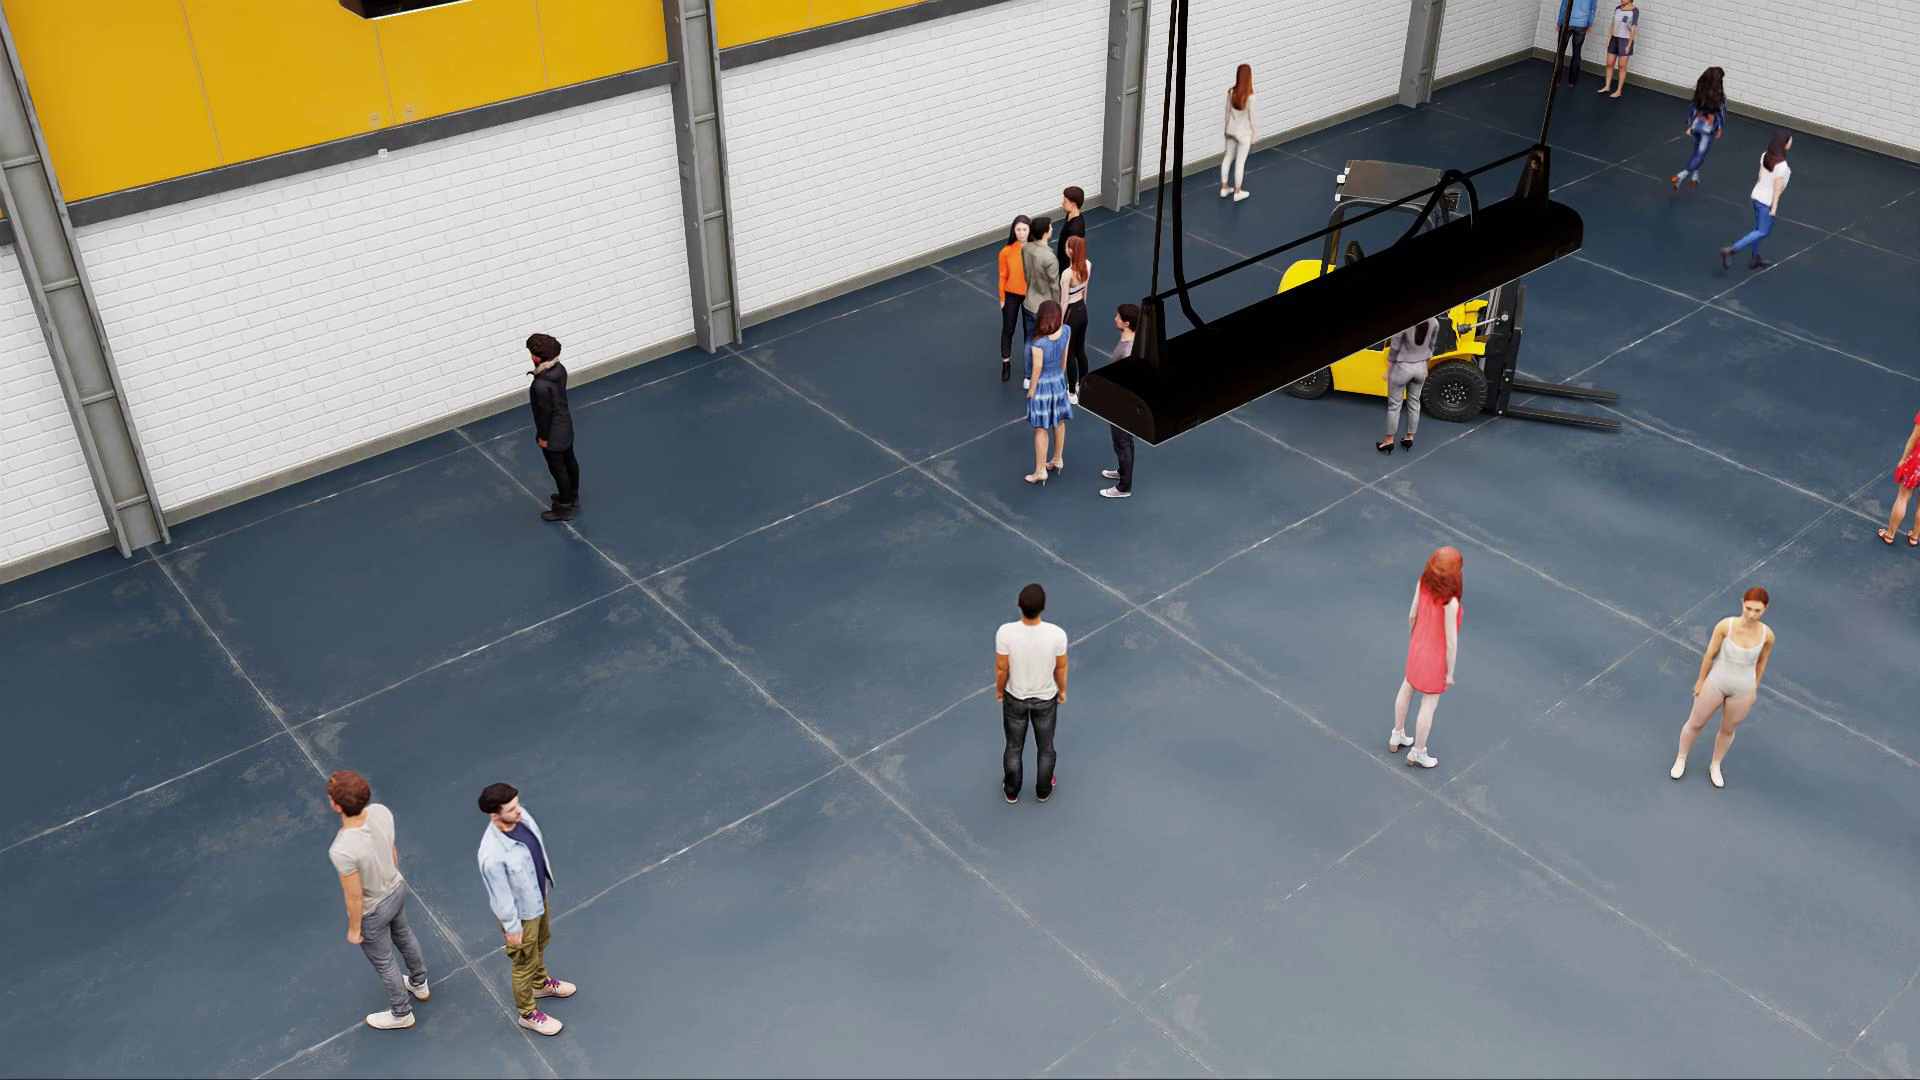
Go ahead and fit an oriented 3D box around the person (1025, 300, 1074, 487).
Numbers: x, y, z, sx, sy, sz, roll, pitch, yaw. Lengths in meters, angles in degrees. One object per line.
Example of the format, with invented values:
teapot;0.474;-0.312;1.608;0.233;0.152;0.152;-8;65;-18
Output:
person;0.789;-1.338;15.016;0.754;1.806;0.545;27;42;34

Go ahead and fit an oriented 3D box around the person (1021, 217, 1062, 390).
person;0.786;-2.308;16.423;0.593;1.866;0.709;-22;39;-29

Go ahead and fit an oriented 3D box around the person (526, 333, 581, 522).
person;-3.537;-0.999;14.529;0.798;1.781;0.730;5;34;7

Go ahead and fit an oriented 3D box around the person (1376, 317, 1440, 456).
person;4.167;-1.562;15.469;0.671;1.679;0.774;-8;34;-12

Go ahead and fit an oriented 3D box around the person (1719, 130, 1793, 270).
person;9.056;-3.805;18.851;1.065;1.669;0.938;-3;34;-4

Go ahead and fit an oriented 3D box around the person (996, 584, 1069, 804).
person;0.480;1.056;11.417;0.696;1.804;0.772;1;34;1

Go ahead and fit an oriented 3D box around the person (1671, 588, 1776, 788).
person;5.370;1.015;11.623;0.620;1.643;0.633;10;35;14

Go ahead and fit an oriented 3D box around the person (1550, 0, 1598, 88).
person;9.025;-7.597;24.423;0.743;1.817;0.768;7;34;11

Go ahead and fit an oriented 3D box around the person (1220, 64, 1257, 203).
person;3.468;-5.066;20.713;0.611;1.709;0.576;27;42;34

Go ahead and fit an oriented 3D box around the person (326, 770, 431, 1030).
person;-3.420;2.106;9.752;0.798;1.898;0.703;8;34;11

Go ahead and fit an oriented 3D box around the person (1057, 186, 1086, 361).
person;1.147;-2.750;17.091;0.790;1.862;0.770;-3;34;-4

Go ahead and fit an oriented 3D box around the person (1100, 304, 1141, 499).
person;1.475;-1.259;14.854;0.801;1.853;0.716;5;34;8

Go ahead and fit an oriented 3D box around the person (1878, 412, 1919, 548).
person;8.237;-0.657;14.185;0.664;1.592;0.704;8;34;11

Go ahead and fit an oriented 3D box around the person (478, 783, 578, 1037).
person;-2.581;2.137;9.783;0.812;1.812;0.747;3;34;5

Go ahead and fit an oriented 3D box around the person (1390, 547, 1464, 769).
person;3.306;0.822;11.747;0.597;1.828;0.640;-14;36;-20

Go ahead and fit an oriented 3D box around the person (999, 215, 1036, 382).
person;0.608;-2.440;16.727;0.680;1.748;0.768;-2;34;-3

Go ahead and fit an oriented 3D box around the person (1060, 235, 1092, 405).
person;1.118;-2.168;16.323;0.679;1.742;0.494;25;41;33

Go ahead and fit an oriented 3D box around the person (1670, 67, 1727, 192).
person;9.312;-5.122;20.903;1.019;1.591;0.671;-21;39;-28

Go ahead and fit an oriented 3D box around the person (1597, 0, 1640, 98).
person;9.597;-7.247;24.125;0.548;1.564;0.596;-20;39;-28
